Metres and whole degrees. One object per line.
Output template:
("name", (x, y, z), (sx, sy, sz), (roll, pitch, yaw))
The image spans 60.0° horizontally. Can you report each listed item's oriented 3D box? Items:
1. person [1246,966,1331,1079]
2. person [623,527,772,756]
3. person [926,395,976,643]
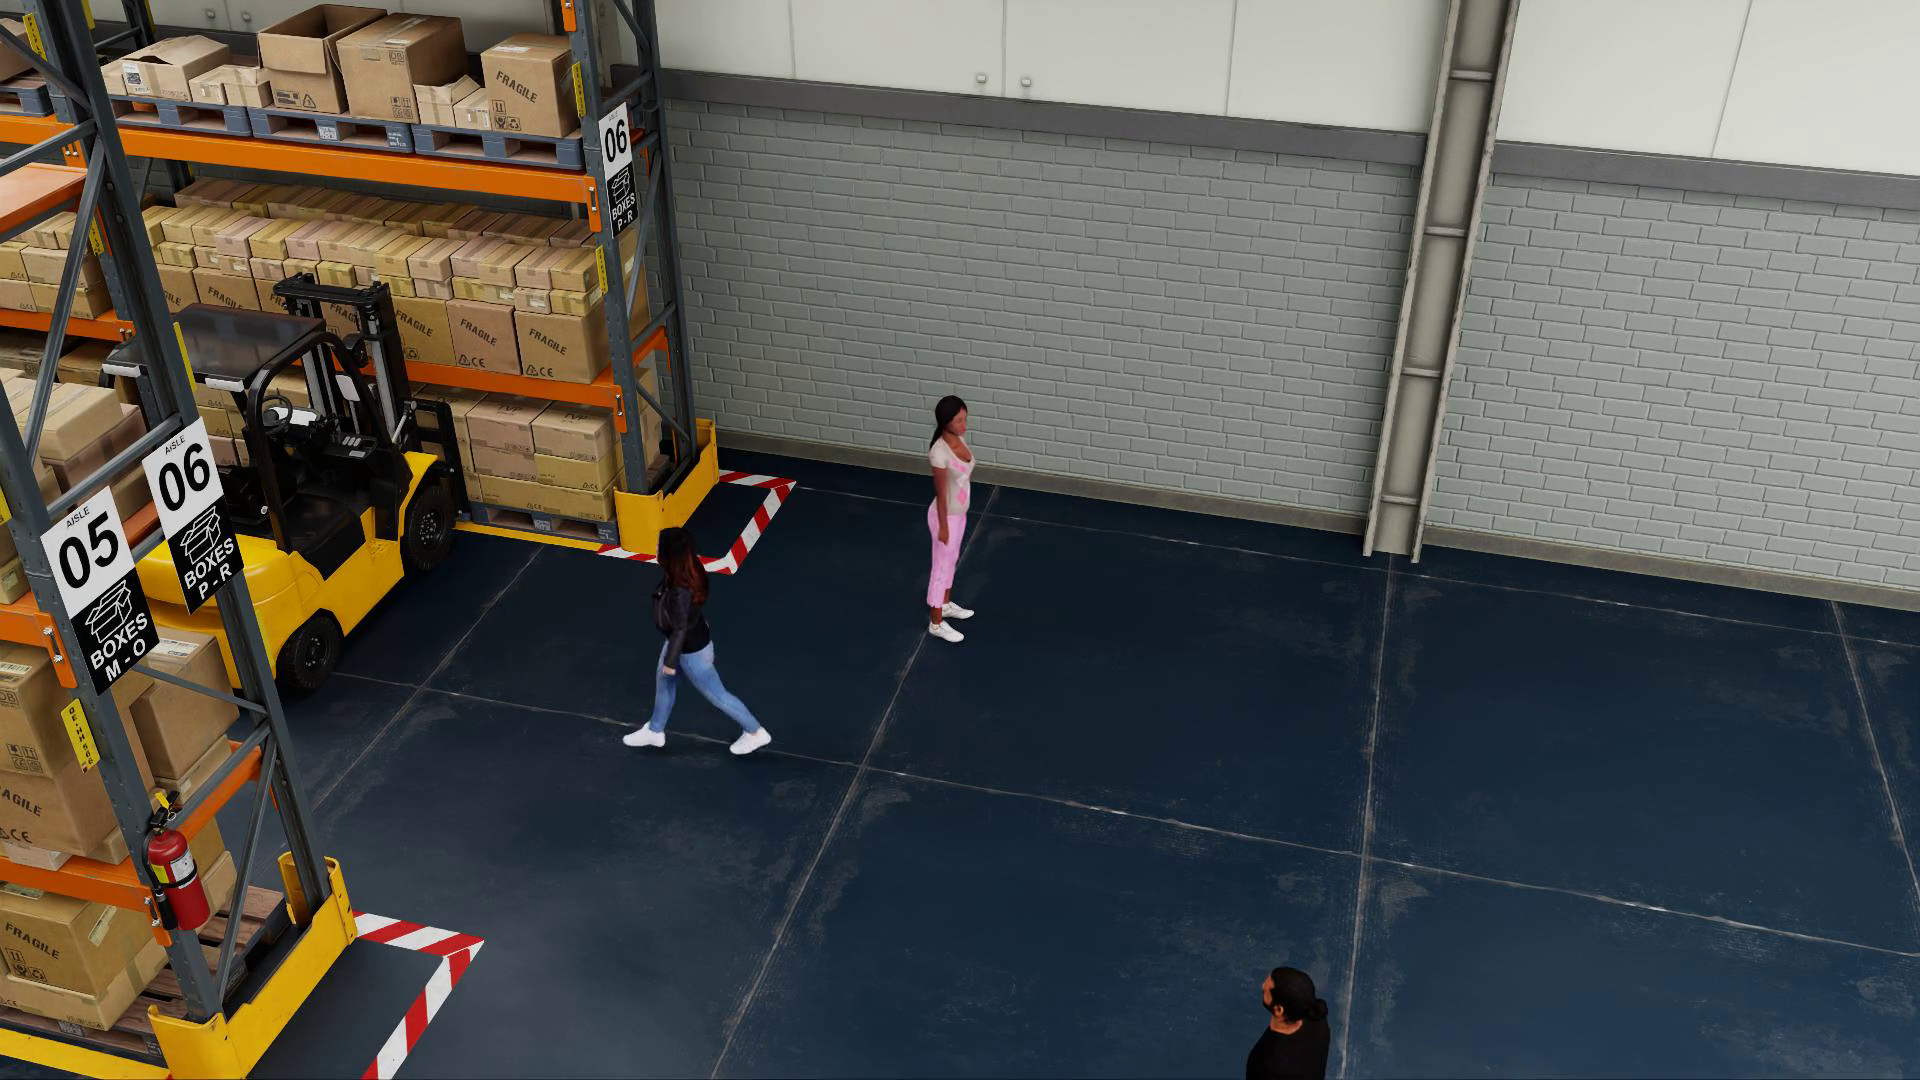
("person", (1.393, 2.471, 6.868), (1.252, 1.713, 0.952), (23, 40, 31))
("person", (-1.506, 0.643, 9.795), (1.223, 1.586, 0.919), (-3, 33, -4))
("person", (-0.076, -0.161, 10.887), (0.503, 1.743, 0.570), (9, 34, 14))
